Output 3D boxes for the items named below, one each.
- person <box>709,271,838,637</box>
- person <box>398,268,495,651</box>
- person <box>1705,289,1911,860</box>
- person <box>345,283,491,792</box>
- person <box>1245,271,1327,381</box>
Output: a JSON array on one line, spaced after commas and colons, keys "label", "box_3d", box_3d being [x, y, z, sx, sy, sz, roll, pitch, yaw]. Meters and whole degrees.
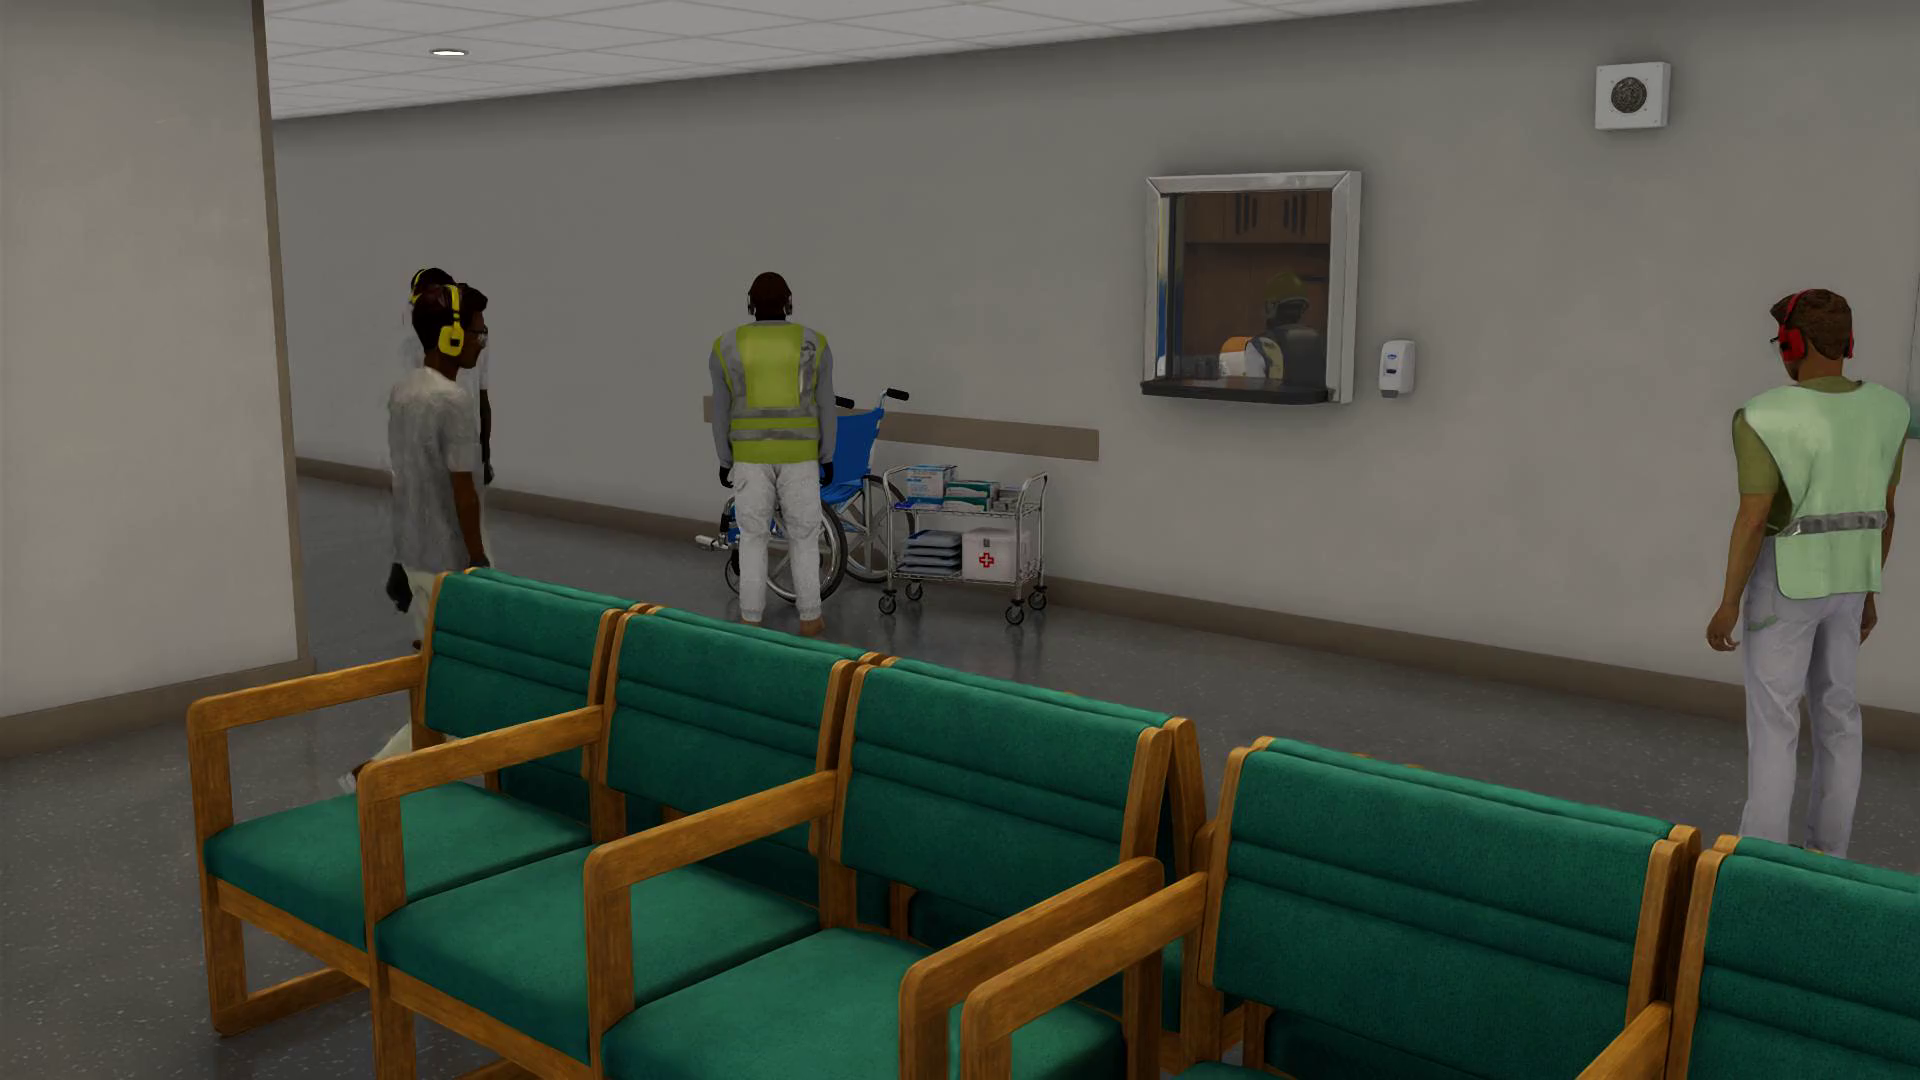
[{"label": "person", "box_3d": [-0.927, -0.415, 8.347, 0.627, 1.844, 0.429, -1, 10, -5]}, {"label": "person", "box_3d": [-2.495, -0.376, 8.059, 0.328, 1.865, 0.520, 7, 12, 36]}, {"label": "person", "box_3d": [2.543, 0.173, 5.010, 0.563, 1.838, 0.390, -3, 10, -15]}, {"label": "person", "box_3d": [-1.751, 0.096, 5.432, 0.512, 1.844, 0.602, -9, 13, -40]}, {"label": "person", "box_3d": [1.764, -0.550, 9.129, 0.588, 1.835, 0.403, -5, 11, -26]}]
